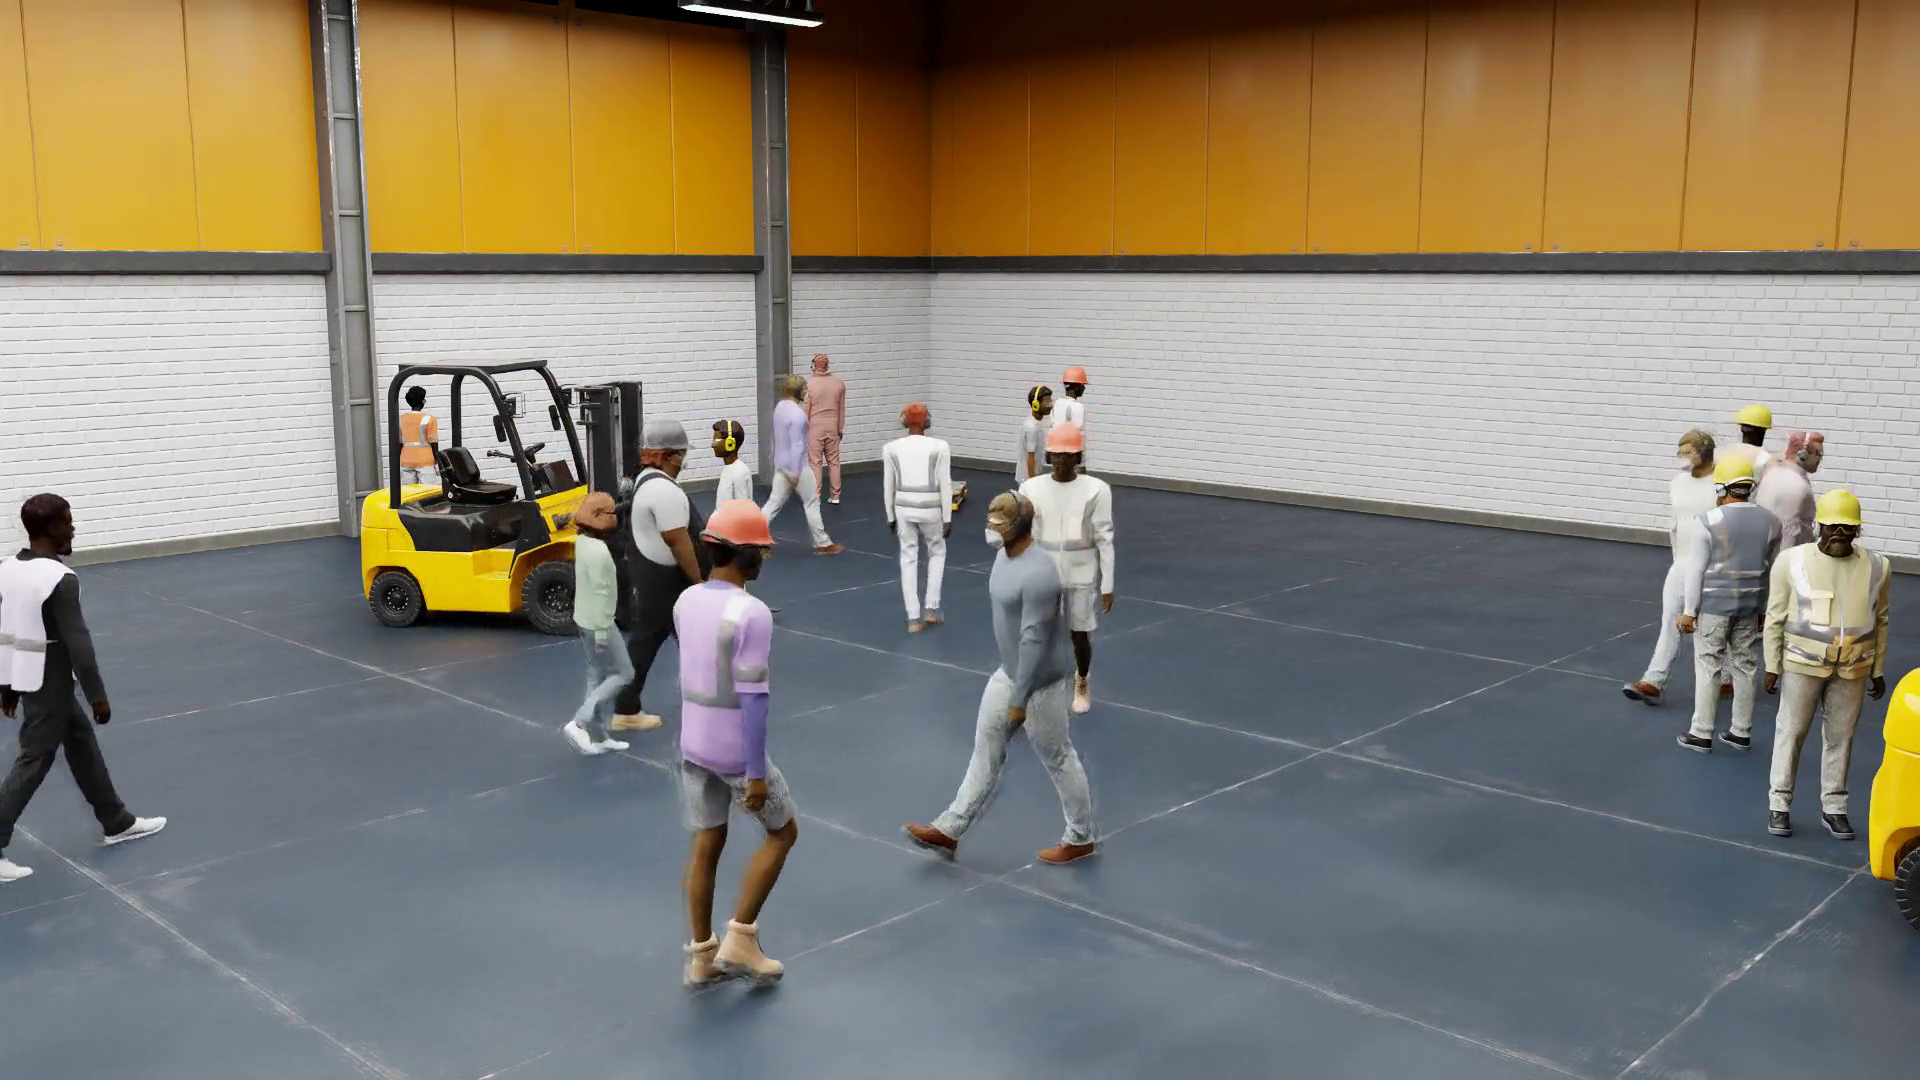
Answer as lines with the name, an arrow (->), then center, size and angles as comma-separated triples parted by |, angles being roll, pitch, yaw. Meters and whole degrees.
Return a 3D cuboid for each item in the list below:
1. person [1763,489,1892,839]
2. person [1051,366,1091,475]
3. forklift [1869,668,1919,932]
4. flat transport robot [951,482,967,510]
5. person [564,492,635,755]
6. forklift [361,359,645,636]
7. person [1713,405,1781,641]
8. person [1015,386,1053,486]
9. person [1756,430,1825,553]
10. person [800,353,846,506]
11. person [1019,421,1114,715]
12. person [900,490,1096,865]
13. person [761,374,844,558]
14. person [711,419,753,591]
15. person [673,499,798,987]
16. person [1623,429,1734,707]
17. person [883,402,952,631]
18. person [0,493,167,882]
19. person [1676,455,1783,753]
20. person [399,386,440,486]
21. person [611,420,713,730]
person -> 4.486, 0.641, 8.617 | 0.601, 1.830, 0.404 | 2, 9, 11
person -> 1.181, -0.857, 17.489 | 0.377, 1.932, 0.552 | -5, 10, -27
forklift -> 5.205, 0.723, 7.013 | 2.313, 2.155, 1.214 | 9, 13, 43
flat transport robot -> -0.292, -0.573, 20.838 | 0.652, 0.197, 1.431 | 1, 9, 5
person -> -2.173, 0.513, 10.039 | 0.382, 1.616, 0.492 | -5, 11, -29
forklift -> -3.850, -0.407, 13.936 | 2.313, 2.155, 1.214 | 2, 9, 11
person -> 6.185, -0.113, 13.051 | 0.859, 1.890, 0.620 | -7, 11, -35
person -> 0.696, -0.534, 15.799 | 0.376, 1.850, 0.543 | 1, 9, 6
person -> 5.735, 0.158, 11.502 | 0.980, 1.842, 0.778 | 1, 9, 9
person -> -1.735, -1.368, 20.709 | 0.638, 1.909, 0.408 | -6, 11, -34
person -> 0.682, 0.221, 10.691 | 0.622, 2.005, 0.999 | 1, 9, 8
person -> 0.231, 0.700, 8.118 | 1.018, 1.885, 0.638 | -3, 10, -18
person -> -1.721, -0.753, 16.994 | 1.014, 1.897, 0.630 | -5, 11, -30
person -> -1.662, 0.056, 12.092 | 0.316, 1.870, 0.531 | -3, 10, -16
person -> -0.939, 0.847, 6.817 | 0.618, 2.017, 0.524 | 9, 13, 44
person -> 4.932, 0.198, 11.189 | 1.031, 1.871, 0.618 | -5, 10, -26
person -> -0.327, -0.204, 13.666 | 0.592, 1.866, 0.631 | 2, 9, 11
person -> -4.486, 0.700, 8.174 | 0.615, 1.870, 1.017 | 7, 12, 38
person -> 4.689, 0.393, 10.171 | 0.591, 1.826, 0.403 | -2, 9, -11
person -> -5.861, -0.820, 18.016 | 0.532, 1.694, 0.320 | 3, 10, 20
person -> -1.814, 0.193, 10.729 | 1.020, 2.000, 0.692 | -3, 10, -16
